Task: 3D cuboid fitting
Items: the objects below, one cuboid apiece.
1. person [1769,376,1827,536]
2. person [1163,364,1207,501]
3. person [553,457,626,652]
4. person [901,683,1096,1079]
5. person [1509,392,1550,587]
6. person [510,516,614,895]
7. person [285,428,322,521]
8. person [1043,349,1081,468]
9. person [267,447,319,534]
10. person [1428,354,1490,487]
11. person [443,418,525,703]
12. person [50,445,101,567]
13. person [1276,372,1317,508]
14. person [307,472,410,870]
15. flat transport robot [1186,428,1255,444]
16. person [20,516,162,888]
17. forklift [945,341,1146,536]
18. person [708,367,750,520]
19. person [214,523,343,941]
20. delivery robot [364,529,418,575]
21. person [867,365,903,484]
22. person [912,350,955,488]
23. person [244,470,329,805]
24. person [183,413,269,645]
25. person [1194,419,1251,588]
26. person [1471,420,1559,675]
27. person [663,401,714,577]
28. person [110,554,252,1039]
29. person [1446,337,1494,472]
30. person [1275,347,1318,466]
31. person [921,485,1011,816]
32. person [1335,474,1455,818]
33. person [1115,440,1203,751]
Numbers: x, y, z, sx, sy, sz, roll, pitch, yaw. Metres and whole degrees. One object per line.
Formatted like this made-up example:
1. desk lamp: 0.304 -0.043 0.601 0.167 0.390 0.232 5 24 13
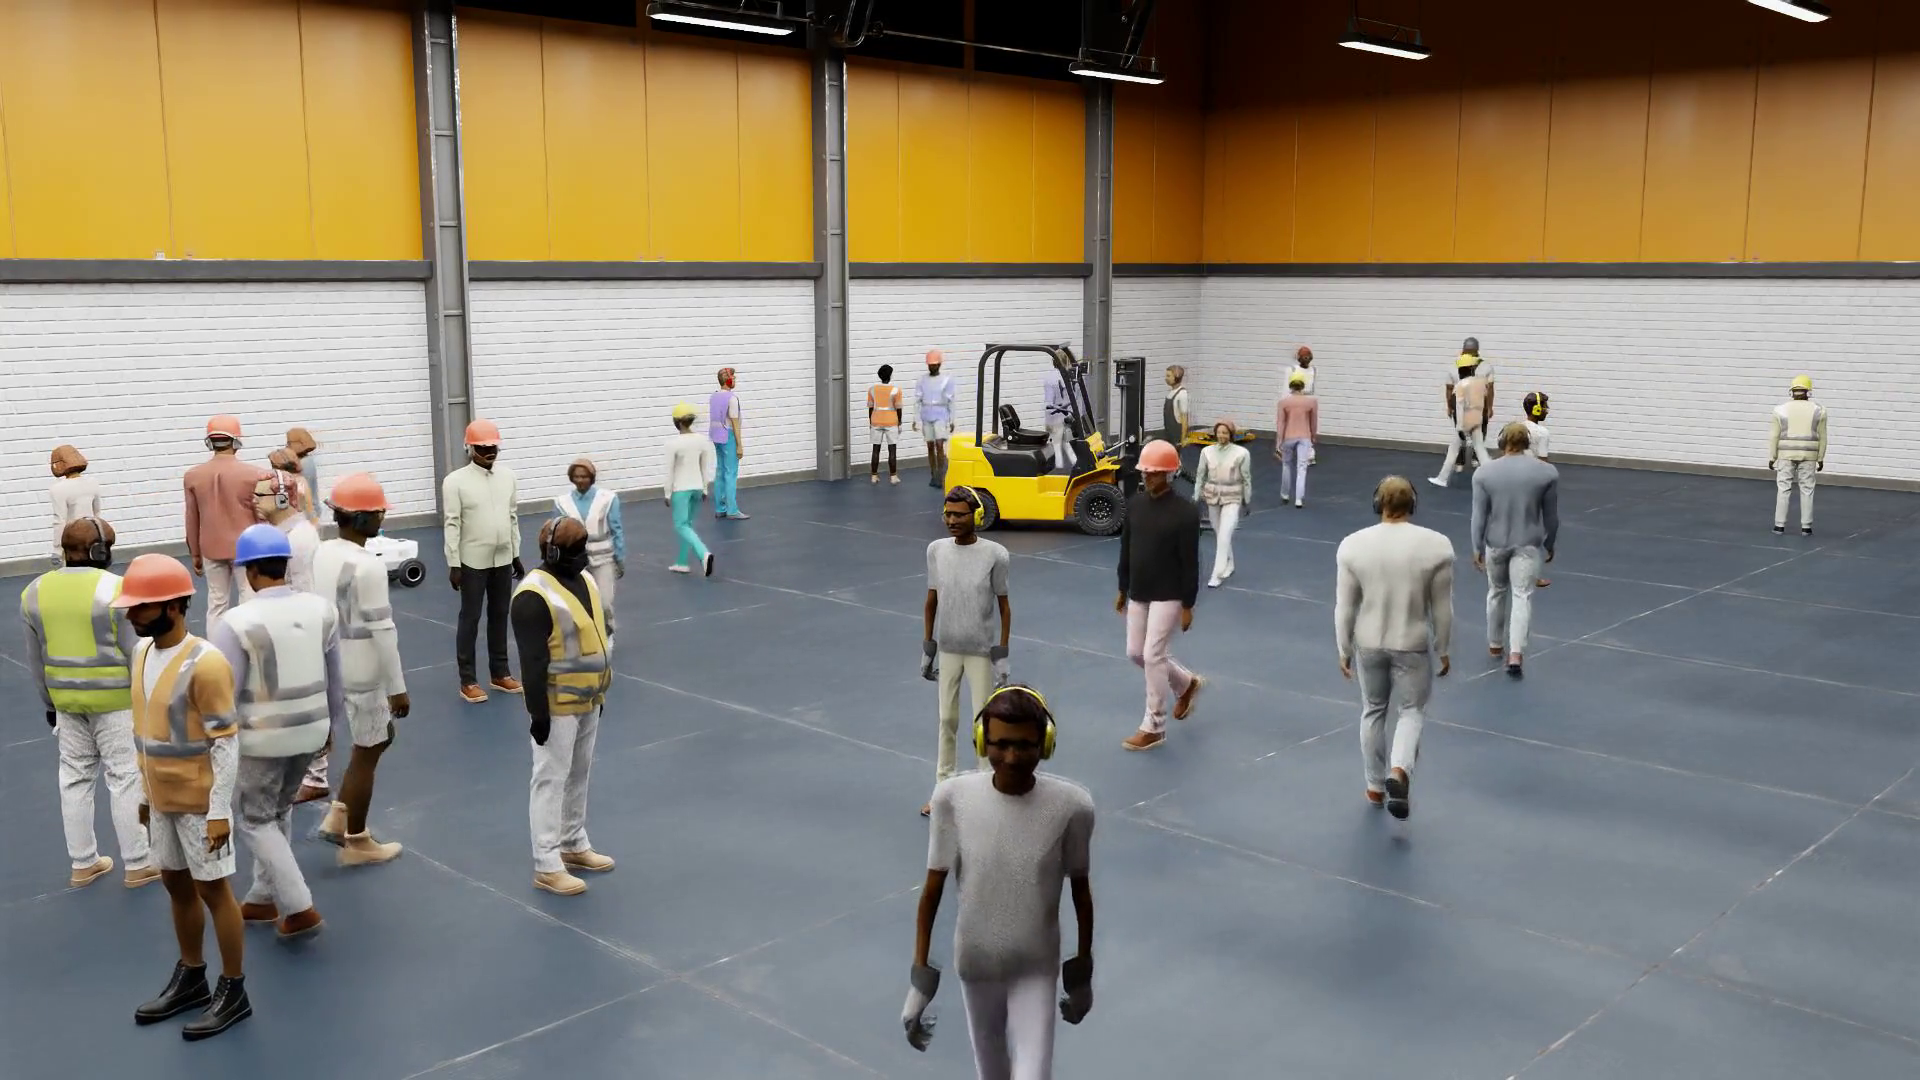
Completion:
1. person: 9.542 -0.957 18.961 0.587 1.822 0.403 4 10 23
2. person: 2.805 -1.335 21.264 0.606 1.829 0.513 -2 9 -11
3. person: -2.818 0.166 12.678 0.549 1.620 0.434 -1 9 -3
4. person: 0.115 1.331 4.946 0.540 1.822 0.963 2 9 11
5. person: 5.441 -0.482 15.922 0.314 1.864 0.532 -5 10 -27
6. person: -1.928 0.792 8.178 0.429 1.841 0.634 2 10 15
7. person: -5.860 -0.207 14.982 0.418 1.617 0.519 -4 10 -21
8. person: 1.439 -1.681 23.082 0.647 1.925 0.512 -6 11 -31
9. person: -5.313 0.027 13.553 0.604 1.610 0.541 -2 10 -14
10. person: 6.980 -1.619 22.875 0.604 1.872 1.009 -6 11 -31
11. person: -3.341 0.134 11.741 0.395 1.992 0.622 7 12 37
12. person: -7.103 0.047 13.383 0.289 1.633 0.497 2 9 11
13. person: 4.315 -1.296 21.345 0.525 1.717 0.920 1 9 7
14. person: -3.001 0.664 8.390 0.432 2.022 0.617 -9 13 -43
15. flat transport robot: 4.523 -1.823 29.012 0.652 0.197 1.431 7 12 37
16. person: -4.217 0.798 8.164 0.621 1.837 0.429 1 9 8
17. forklift: 0.977 -1.223 19.452 2.313 2.155 1.214 2 9 11
18. person: -2.829 -1.164 20.143 0.390 1.850 0.565 -8 12 -39
19. person: -3.124 0.867 7.528 0.658 1.902 0.673 5 11 28
20. delivery robot: -5.544 0.140 15.820 0.477 0.478 0.707 9 13 44
21. person: -1.058 -1.630 23.499 0.532 1.691 0.321 3 10 17
22. person: -0.390 -1.665 23.023 0.558 1.906 0.810 3 10 15
23. person: -3.848 0.547 9.486 0.409 1.909 0.640 -7 12 -36
24. person: -5.309 0.074 12.134 0.623 1.991 0.401 0 9 1
25. person: 2.547 -0.377 16.097 0.531 1.595 0.851 6 11 31
26. person: 4.190 0.045 12.612 0.636 1.903 0.982 3 10 20
27. person: -2.664 -0.496 16.378 0.740 1.743 0.524 8 12 40
28. person: -3.086 1.007 6.567 0.548 1.936 0.378 6 11 32
29. person: 7.665 -2.049 24.986 0.710 2.000 0.673 4 10 23
30. person: 5.289 -2.099 25.950 0.630 1.841 0.983 -3 10 -17
31. person: 0.030 0.619 9.154 0.523 1.870 0.317 4 10 23
32. person: 2.375 0.594 9.161 0.638 1.920 0.693 3 10 18
33. person: 1.309 0.327 10.633 0.726 1.971 0.627 -7 12 -37
